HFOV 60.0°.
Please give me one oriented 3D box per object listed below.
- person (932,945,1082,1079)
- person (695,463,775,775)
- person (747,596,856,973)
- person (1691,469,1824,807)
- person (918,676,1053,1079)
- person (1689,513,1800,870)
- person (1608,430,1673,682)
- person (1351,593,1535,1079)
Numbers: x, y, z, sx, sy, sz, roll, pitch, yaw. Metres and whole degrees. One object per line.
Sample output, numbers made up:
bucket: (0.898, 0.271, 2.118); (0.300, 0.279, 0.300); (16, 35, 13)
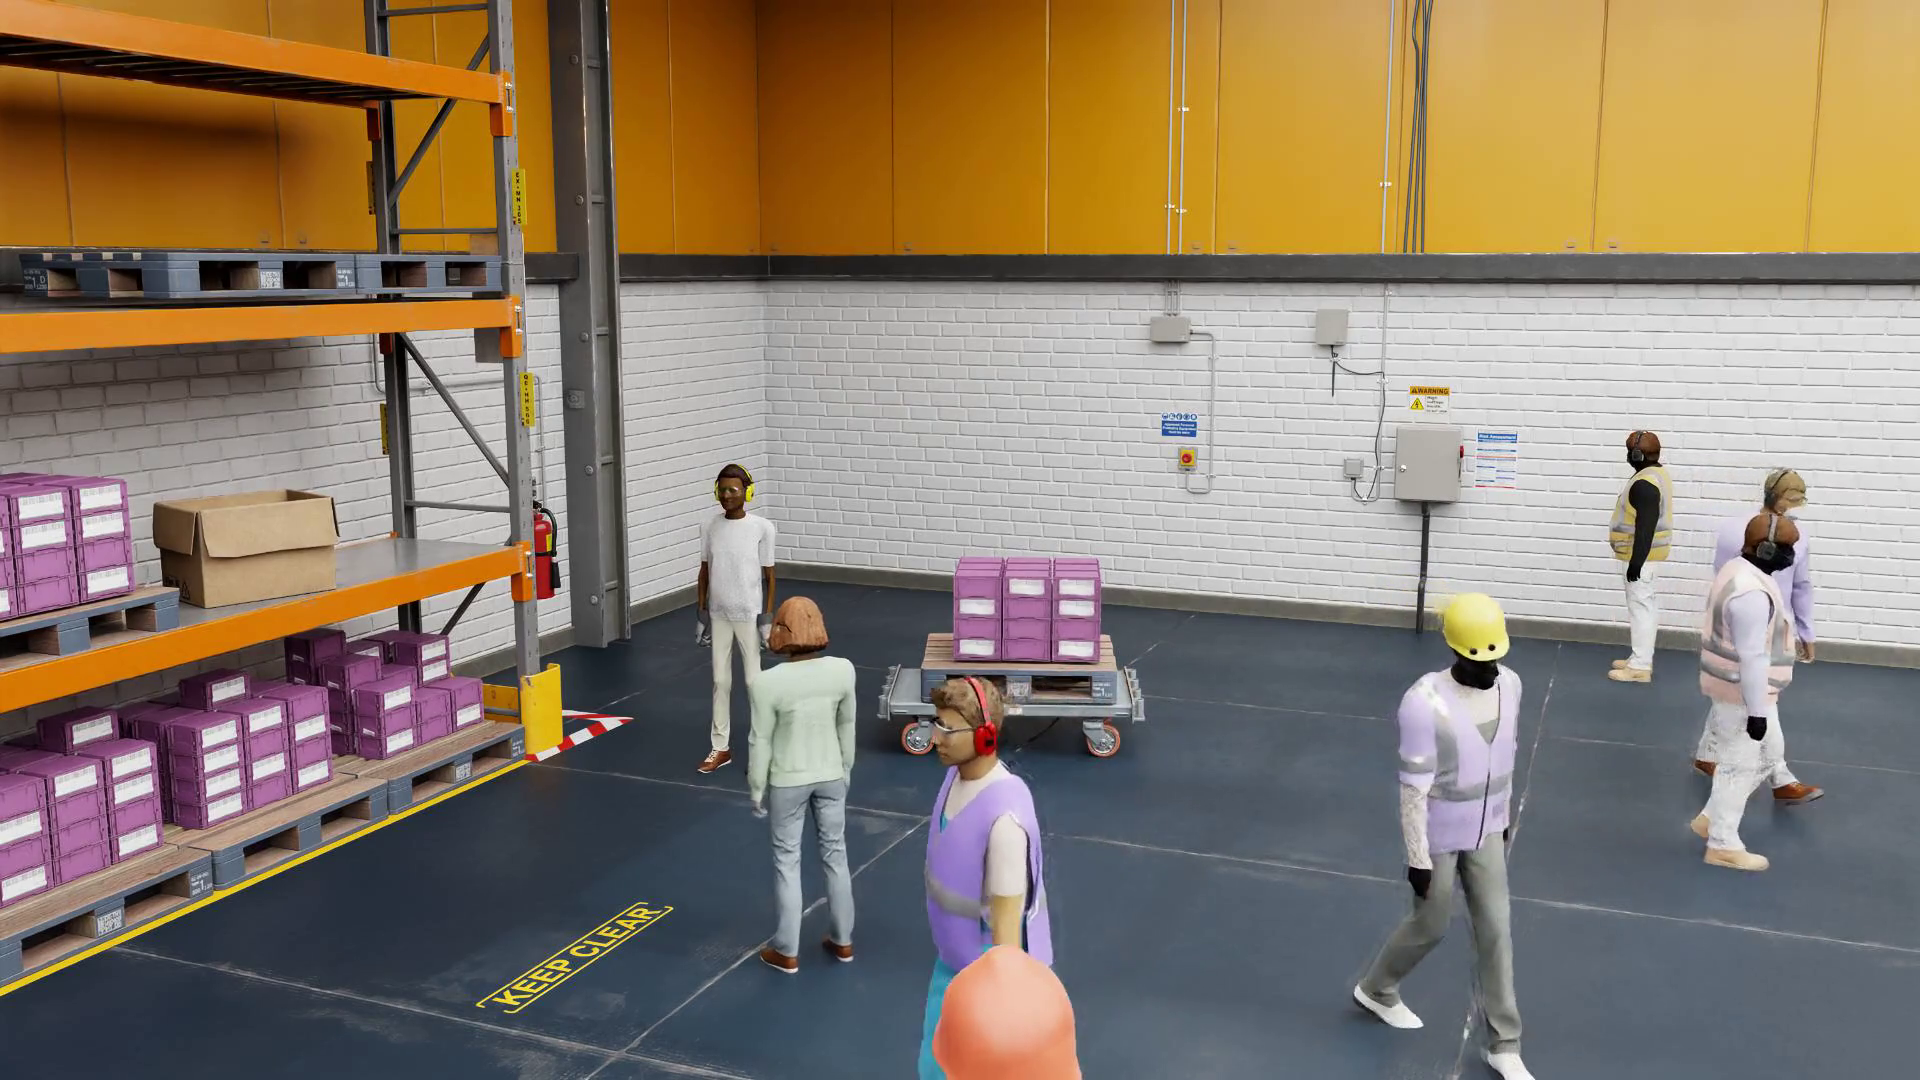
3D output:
person: (0.081, 1.616, 2.789); (0.552, 1.942, 0.343); (1, 9, 7)
person: (-1.347, 0.473, 9.923); (0.509, 1.877, 0.328); (2, 10, 13)
person: (-0.672, 1.050, 7.172); (0.500, 1.628, 0.271); (-5, 11, -30)
person: (4.610, 0.549, 9.414); (0.638, 1.886, 1.006); (-4, 10, -25)
person: (0.129, 1.295, 5.131); (0.758, 1.820, 0.568); (-3, 10, -17)
person: (3.933, 0.763, 8.316); (0.443, 1.826, 0.662); (4, 10, 23)
person: (4.974, 0.116, 12.189); (0.429, 1.839, 0.630); (5, 11, 28)
person: (1.872, 1.076, 6.311); (0.666, 1.874, 0.835); (-4, 10, -24)
